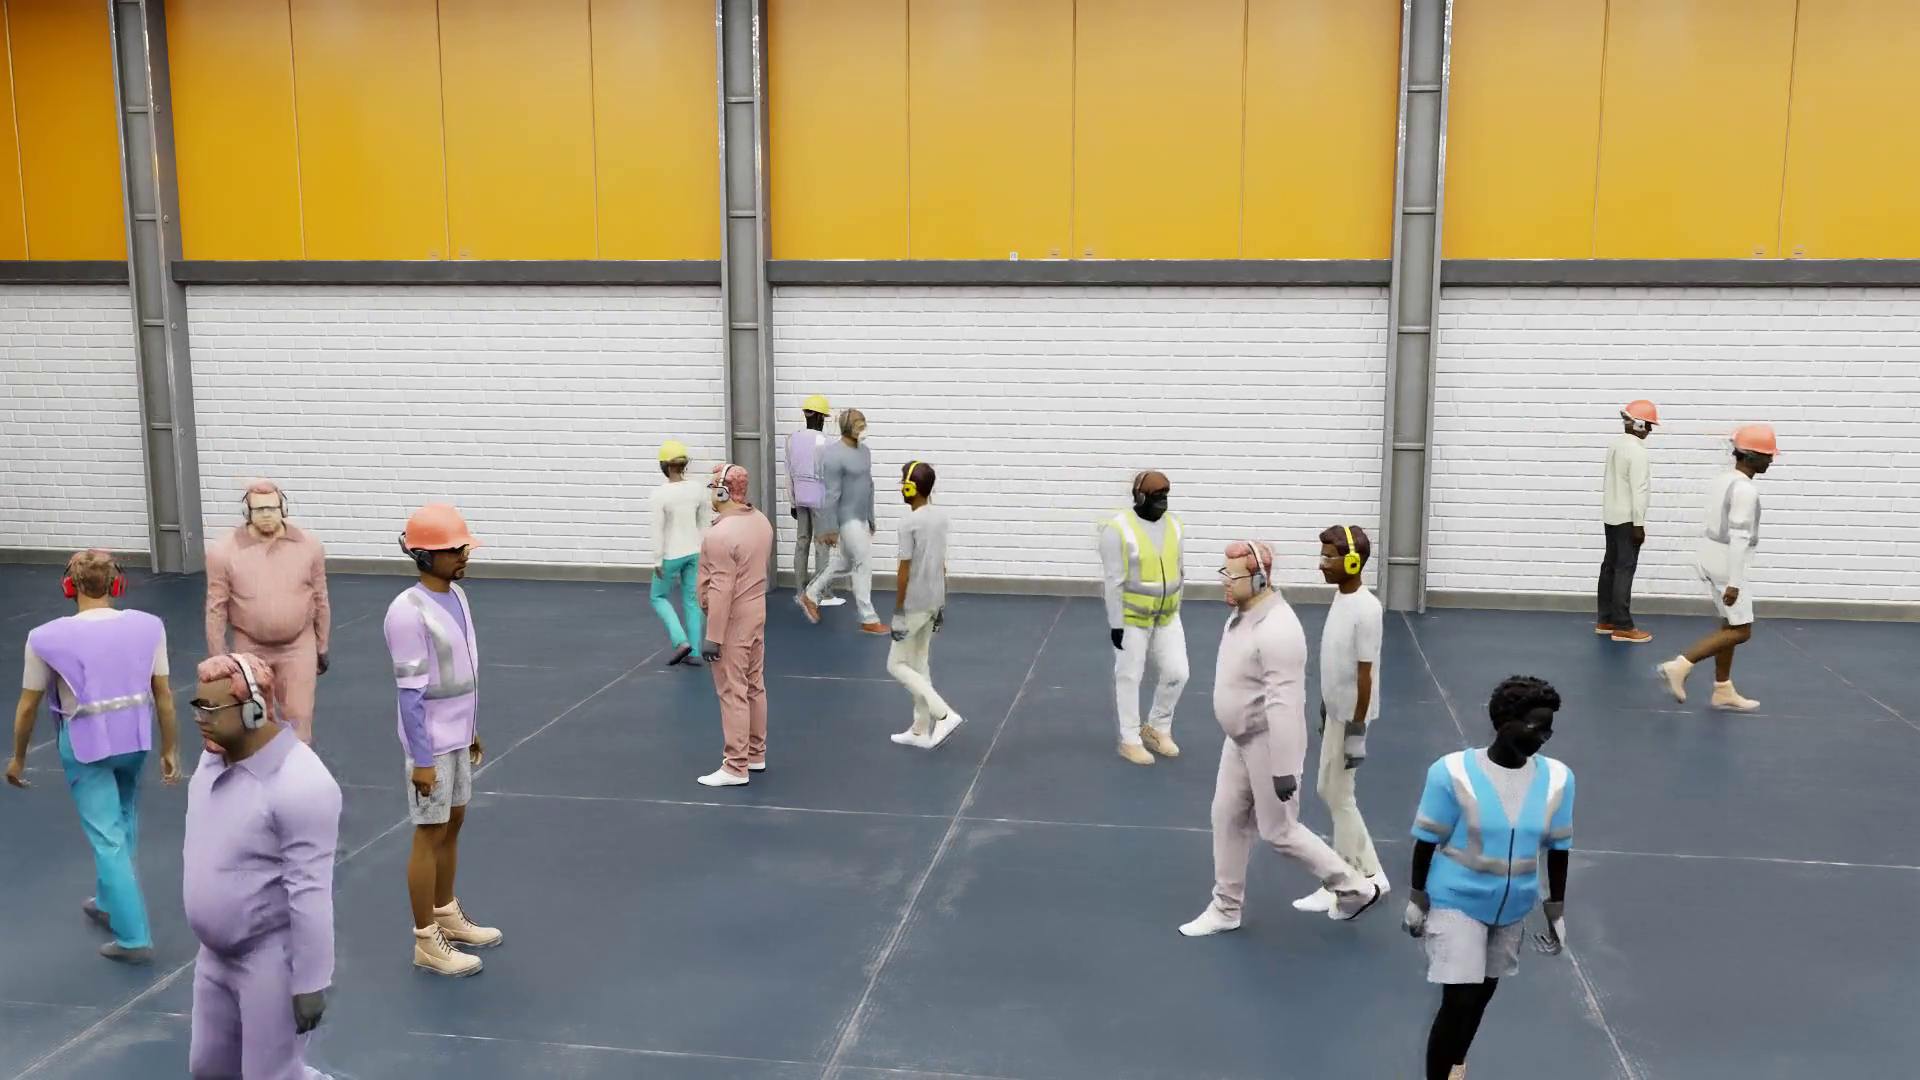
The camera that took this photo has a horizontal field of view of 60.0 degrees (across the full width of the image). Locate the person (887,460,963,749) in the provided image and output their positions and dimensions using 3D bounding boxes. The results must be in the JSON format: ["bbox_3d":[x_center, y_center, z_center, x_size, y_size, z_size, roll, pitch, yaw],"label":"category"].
[{"bbox_3d":[-0.234,0.426,10.451,0.483,1.853,0.540,5,11,31],"label":"person"}]

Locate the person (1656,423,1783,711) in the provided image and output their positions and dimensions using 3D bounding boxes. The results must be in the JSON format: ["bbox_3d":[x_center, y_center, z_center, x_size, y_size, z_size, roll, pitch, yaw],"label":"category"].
[{"bbox_3d":[5.189,0.198,11.352,0.664,2.017,0.643,1,9,9],"label":"person"}]

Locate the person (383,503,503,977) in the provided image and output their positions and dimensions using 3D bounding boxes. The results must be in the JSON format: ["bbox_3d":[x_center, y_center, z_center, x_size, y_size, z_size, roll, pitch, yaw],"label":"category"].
[{"bbox_3d":[-2.234,0.852,7.234,0.377,2.045,0.605,1,9,3],"label":"person"}]

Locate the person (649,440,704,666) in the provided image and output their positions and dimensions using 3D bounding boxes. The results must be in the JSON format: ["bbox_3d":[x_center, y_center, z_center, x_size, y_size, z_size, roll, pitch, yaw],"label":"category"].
[{"bbox_3d":[-2.163,0.113,12.707,0.532,1.755,0.363,-9,13,-43],"label":"person"}]

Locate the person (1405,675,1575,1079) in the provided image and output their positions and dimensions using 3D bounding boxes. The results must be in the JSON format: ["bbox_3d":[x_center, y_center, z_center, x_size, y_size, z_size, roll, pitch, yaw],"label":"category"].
[{"bbox_3d":[1.837,1.272,5.776,0.553,1.670,0.528,-2,9,-11],"label":"person"}]

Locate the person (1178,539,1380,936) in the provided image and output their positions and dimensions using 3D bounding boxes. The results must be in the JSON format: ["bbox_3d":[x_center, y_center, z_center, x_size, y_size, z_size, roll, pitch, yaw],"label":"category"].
[{"bbox_3d":[1.450,0.904,7.488,0.817,1.866,0.685,-2,9,-10],"label":"person"}]

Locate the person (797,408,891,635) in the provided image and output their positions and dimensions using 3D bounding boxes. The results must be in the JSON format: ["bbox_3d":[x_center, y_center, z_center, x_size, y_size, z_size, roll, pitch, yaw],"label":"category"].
[{"bbox_3d":[-0.978,-0.169,13.971,0.914,1.910,0.640,4,10,21],"label":"person"}]

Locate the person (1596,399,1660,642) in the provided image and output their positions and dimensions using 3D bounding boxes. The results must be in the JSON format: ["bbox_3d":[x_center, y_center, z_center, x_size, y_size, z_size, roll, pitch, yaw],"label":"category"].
[{"bbox_3d":[5.506,-0.166,13.696,0.407,1.984,0.612,0,9,-1],"label":"person"}]

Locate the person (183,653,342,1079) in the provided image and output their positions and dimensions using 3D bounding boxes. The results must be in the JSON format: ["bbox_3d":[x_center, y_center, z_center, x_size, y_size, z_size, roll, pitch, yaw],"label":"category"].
[{"bbox_3d":[-2.134,1.264,5.175,0.648,1.893,0.539,7,11,35],"label":"person"}]

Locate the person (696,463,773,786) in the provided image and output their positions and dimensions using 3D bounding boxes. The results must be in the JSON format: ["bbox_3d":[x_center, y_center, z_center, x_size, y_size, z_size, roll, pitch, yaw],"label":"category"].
[{"bbox_3d":[-1.353,0.498,9.841,0.407,1.908,0.642,3,10,16],"label":"person"}]

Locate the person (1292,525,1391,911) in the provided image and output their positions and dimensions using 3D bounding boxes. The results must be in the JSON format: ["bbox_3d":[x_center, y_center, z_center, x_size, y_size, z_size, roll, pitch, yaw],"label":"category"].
[{"bbox_3d":[1.827,0.848,7.857,0.451,1.865,0.521,0,9,-2],"label":"person"}]

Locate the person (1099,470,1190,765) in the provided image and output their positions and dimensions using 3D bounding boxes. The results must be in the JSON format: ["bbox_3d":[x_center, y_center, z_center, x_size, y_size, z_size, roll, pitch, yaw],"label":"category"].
[{"bbox_3d":[1.141,0.478,10.206,0.638,1.827,0.463,-5,10,-27],"label":"person"}]

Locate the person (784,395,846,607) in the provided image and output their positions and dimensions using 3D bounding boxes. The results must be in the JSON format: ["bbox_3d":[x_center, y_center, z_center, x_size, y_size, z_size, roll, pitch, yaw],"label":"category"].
[{"bbox_3d":[-1.311,-0.351,15.042,0.585,1.918,0.379,6,11,34],"label":"person"}]

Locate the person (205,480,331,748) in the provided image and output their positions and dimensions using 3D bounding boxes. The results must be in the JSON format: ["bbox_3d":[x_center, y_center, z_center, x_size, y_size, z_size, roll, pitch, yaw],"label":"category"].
[{"bbox_3d":[-3.897,0.582,9.405,0.653,1.879,0.834,-5,10,-27],"label":"person"}]

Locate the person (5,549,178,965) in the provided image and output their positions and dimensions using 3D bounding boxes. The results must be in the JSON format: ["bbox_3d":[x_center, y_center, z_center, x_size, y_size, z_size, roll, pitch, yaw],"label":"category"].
[{"bbox_3d":[-3.875,0.944,7.417,0.888,1.801,0.592,7,11,35],"label":"person"}]
